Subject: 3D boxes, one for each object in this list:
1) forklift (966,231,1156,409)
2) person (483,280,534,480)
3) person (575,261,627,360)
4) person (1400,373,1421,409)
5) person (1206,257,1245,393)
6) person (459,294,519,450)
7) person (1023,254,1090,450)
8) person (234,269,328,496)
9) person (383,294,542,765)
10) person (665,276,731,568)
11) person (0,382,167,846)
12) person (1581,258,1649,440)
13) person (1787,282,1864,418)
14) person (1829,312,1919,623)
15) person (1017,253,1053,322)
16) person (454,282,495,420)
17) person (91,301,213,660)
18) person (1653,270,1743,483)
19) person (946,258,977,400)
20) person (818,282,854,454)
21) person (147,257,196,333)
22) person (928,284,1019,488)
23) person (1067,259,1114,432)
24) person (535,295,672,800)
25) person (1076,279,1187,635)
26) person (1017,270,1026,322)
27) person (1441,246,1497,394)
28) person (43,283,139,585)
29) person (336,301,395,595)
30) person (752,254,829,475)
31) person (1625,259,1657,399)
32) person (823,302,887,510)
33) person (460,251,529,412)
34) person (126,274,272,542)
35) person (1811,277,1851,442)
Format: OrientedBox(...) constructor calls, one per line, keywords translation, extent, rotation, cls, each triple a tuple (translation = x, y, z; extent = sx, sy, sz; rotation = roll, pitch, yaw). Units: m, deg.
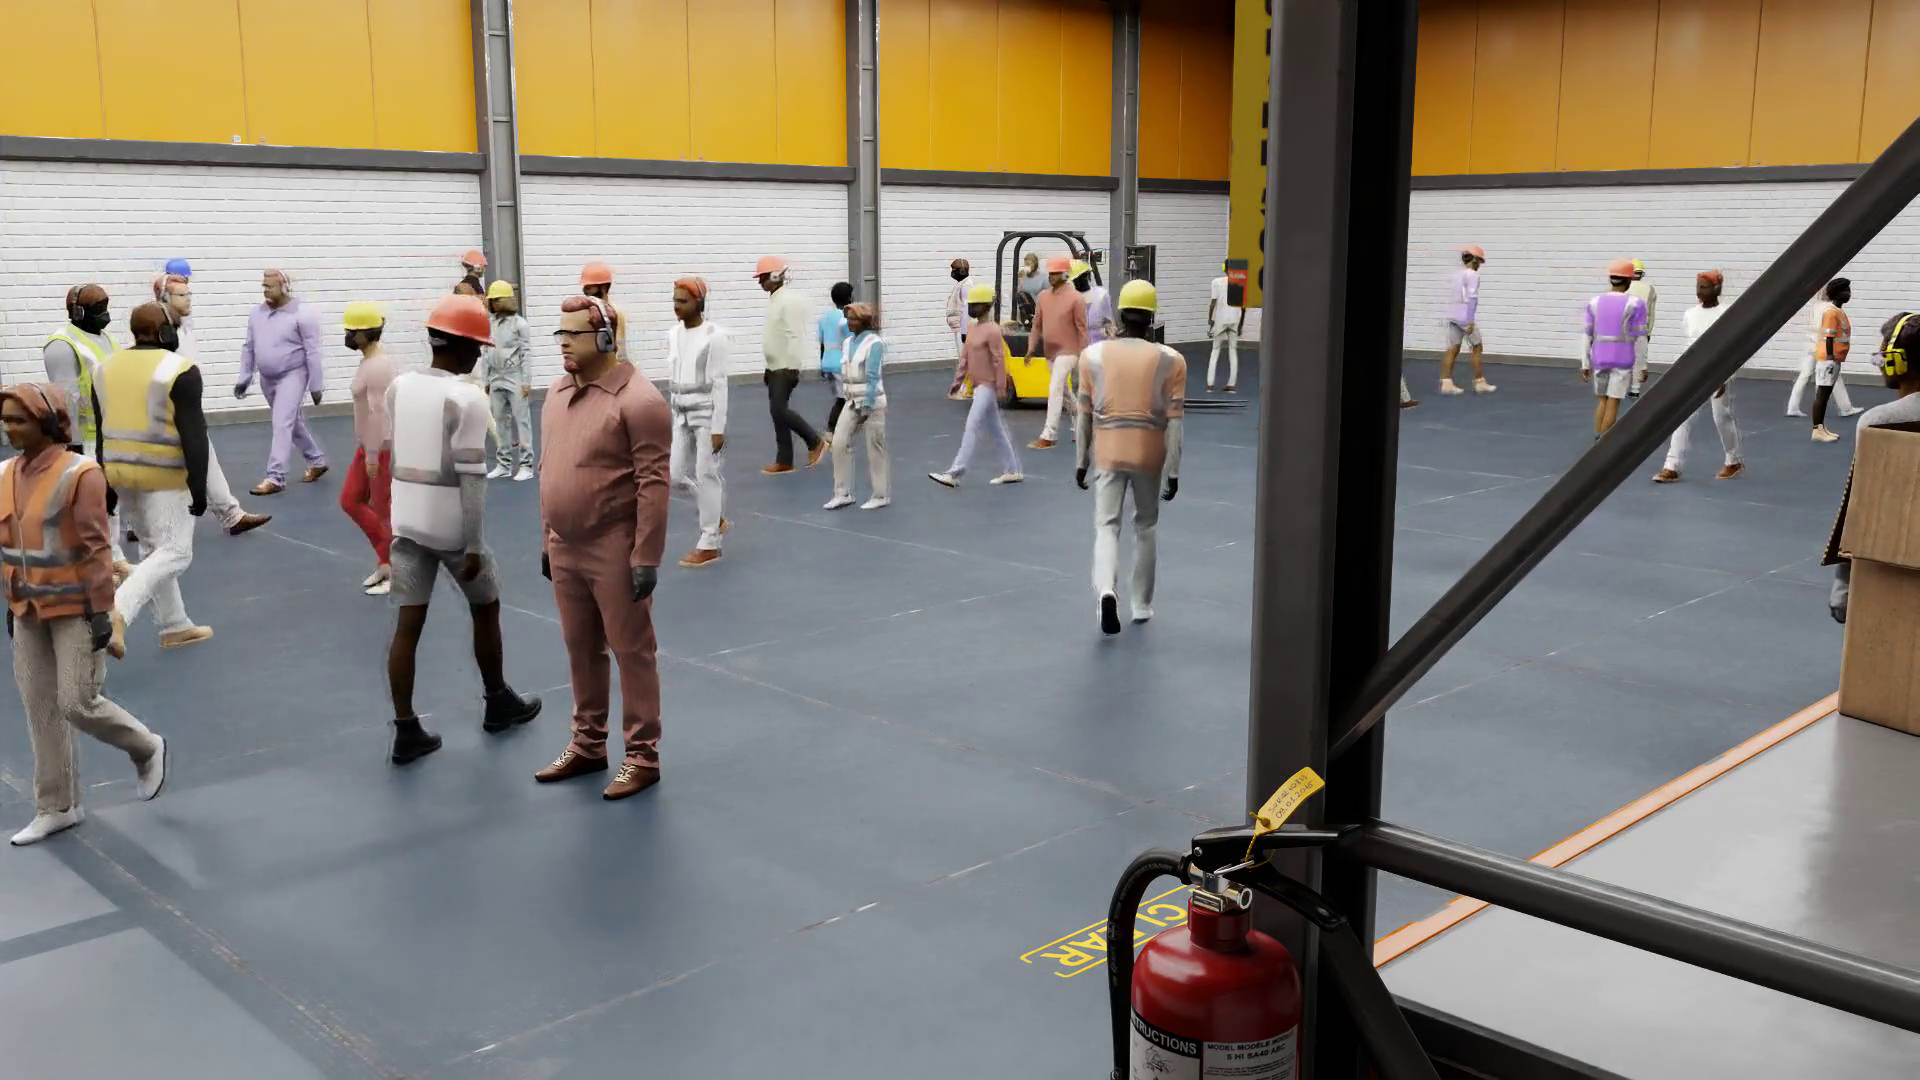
OrientedBox(translation=(1.222, -2.721, 20.561), extent=(2.313, 2.155, 1.214), rotation=(2, 11, 13), cls="forklift")
OrientedBox(translation=(-3.959, -1.387, 14.519), extent=(0.492, 1.742, 0.319), rotation=(5, 11, 24), cls="person")
OrientedBox(translation=(-2.896, -1.292, 13.532), extent=(0.419, 1.922, 0.553), rotation=(-7, 13, -34), cls="person")
OrientedBox(translation=(5.178, -2.470, 20.278), extent=(1.014, 1.799, 0.508), rotation=(-7, 12, -33), cls="person")
OrientedBox(translation=(3.607, -2.913, 22.555), extent=(0.530, 1.853, 0.386), rotation=(1, 10, 3), cls="person")
OrientedBox(translation=(-4.618, -1.545, 15.862), extent=(0.900, 1.568, 0.512), rotation=(-4, 11, -22), cls="person")
OrientedBox(translation=(1.050, -1.910, 16.826), extent=(0.989, 1.958, 0.609), rotation=(-9, 14, -40), cls="person")
OrientedBox(translation=(-5.679, -1.347, 14.007), extent=(0.655, 1.863, 1.003), rotation=(4, 11, 22), cls="person")
OrientedBox(translation=(-2.091, -0.066, 6.925), extent=(0.575, 1.879, 0.908), rotation=(4, 11, 20), cls="person")
OrientedBox(translation=(-1.680, -0.755, 10.723), extent=(0.576, 1.872, 0.444), rotation=(8, 13, 38), cls="person")
OrientedBox(translation=(-3.180, 0.245, 5.917), extent=(0.530, 1.627, 0.487), rotation=(4, 11, 20), cls="person")
OrientedBox(translation=(6.160, -1.670, 15.575), extent=(0.614, 1.913, 0.559), rotation=(-10, 14, -43), cls="person")
OrientedBox(translation=(10.134, -2.213, 19.430), extent=(0.860, 1.588, 0.536), rotation=(-1, 10, -4), cls="person")
OrientedBox(translation=(3.390, 0.117, 6.006), extent=(0.513, 1.861, 0.327), rotation=(-3, 11, -14), cls="person")
OrientedBox(translation=(1.026, -3.012, 23.020), extent=(0.627, 1.891, 1.029), rotation=(7, 12, 33), cls="person")
OrientedBox(translation=(-5.375, -2.027, 18.328), extent=(0.619, 1.615, 0.511), rotation=(-9, 14, -40), cls="person")
OrientedBox(translation=(-4.096, -0.282, 8.321), extent=(0.644, 1.810, 0.799), rotation=(3, 11, 17), cls="person")
OrientedBox(translation=(6.484, -1.411, 14.404), extent=(0.981, 1.842, 0.575), rotation=(-7, 12, -32), cls="person")
OrientedBox(translation=(0.033, -2.745, 21.698), extent=(0.430, 1.835, 0.622), rotation=(-1, 10, -7), cls="person")
OrientedBox(translation=(-1.148, -1.666, 16.196), extent=(0.382, 1.684, 0.543), rotation=(-9, 13, -39), cls="person")
OrientedBox(translation=(-8.060, -1.909, 16.920), extent=(0.633, 1.914, 0.667), rotation=(6, 12, 28), cls="person")
OrientedBox(translation=(0.132, -1.295, 14.088), extent=(0.908, 1.722, 0.531), rotation=(-4, 11, -20), cls="person")
OrientedBox(translation=(1.448, -2.095, 18.041), extent=(0.804, 1.872, 0.380), rotation=(-2, 11, -12), cls="person")
OrientedBox(translation=(-1.392, 0.027, 6.363), extent=(0.641, 1.908, 0.407), rotation=(7, 13, 35), cls="person")
OrientedBox(translation=(0.904, -0.437, 8.930), extent=(0.594, 1.905, 0.793), rotation=(2, 11, 10), cls="person")
OrientedBox(translation=(0.969, -3.143, 24.391), extent=(0.280, 1.634, 0.498), rotation=(9, 14, 42), cls="person")
OrientedBox(translation=(6.871, -2.940, 22.327), extent=(0.893, 1.982, 0.696), rotation=(-2, 11, -13), cls="person")
OrientedBox(translation=(-5.280, -0.643, 10.192), extent=(0.429, 1.841, 0.634), rotation=(0, 10, 1), cls="person")
OrientedBox(translation=(-3.484, -0.536, 9.854), extent=(0.388, 1.750, 0.544), rotation=(-5, 12, -27), cls="person")
OrientedBox(translation=(-1.552, -1.549, 14.819), extent=(0.537, 1.966, 0.619), rotation=(-5, 12, -26), cls="person")
OrientedBox(translation=(8.768, -2.751, 21.749), extent=(0.596, 1.827, 0.403), rotation=(-1, 10, -3), cls="person")
OrientedBox(translation=(-0.813, -1.018, 12.842), extent=(0.626, 1.615, 0.518), rotation=(-9, 14, -41), cls="person")
OrientedBox(translation=(-5.759, -2.470, 19.875), extent=(1.071, 1.933, 0.636), rotation=(-8, 13, -37), cls="person")
OrientedBox(translation=(-5.400, -0.905, 11.581), extent=(0.977, 1.853, 0.668), rotation=(-1, 10, -4), cls="person")
OrientedBox(translation=(9.052, -1.869, 17.270), extent=(0.319, 1.698, 0.531), rotation=(7, 12, 33), cls="person")
